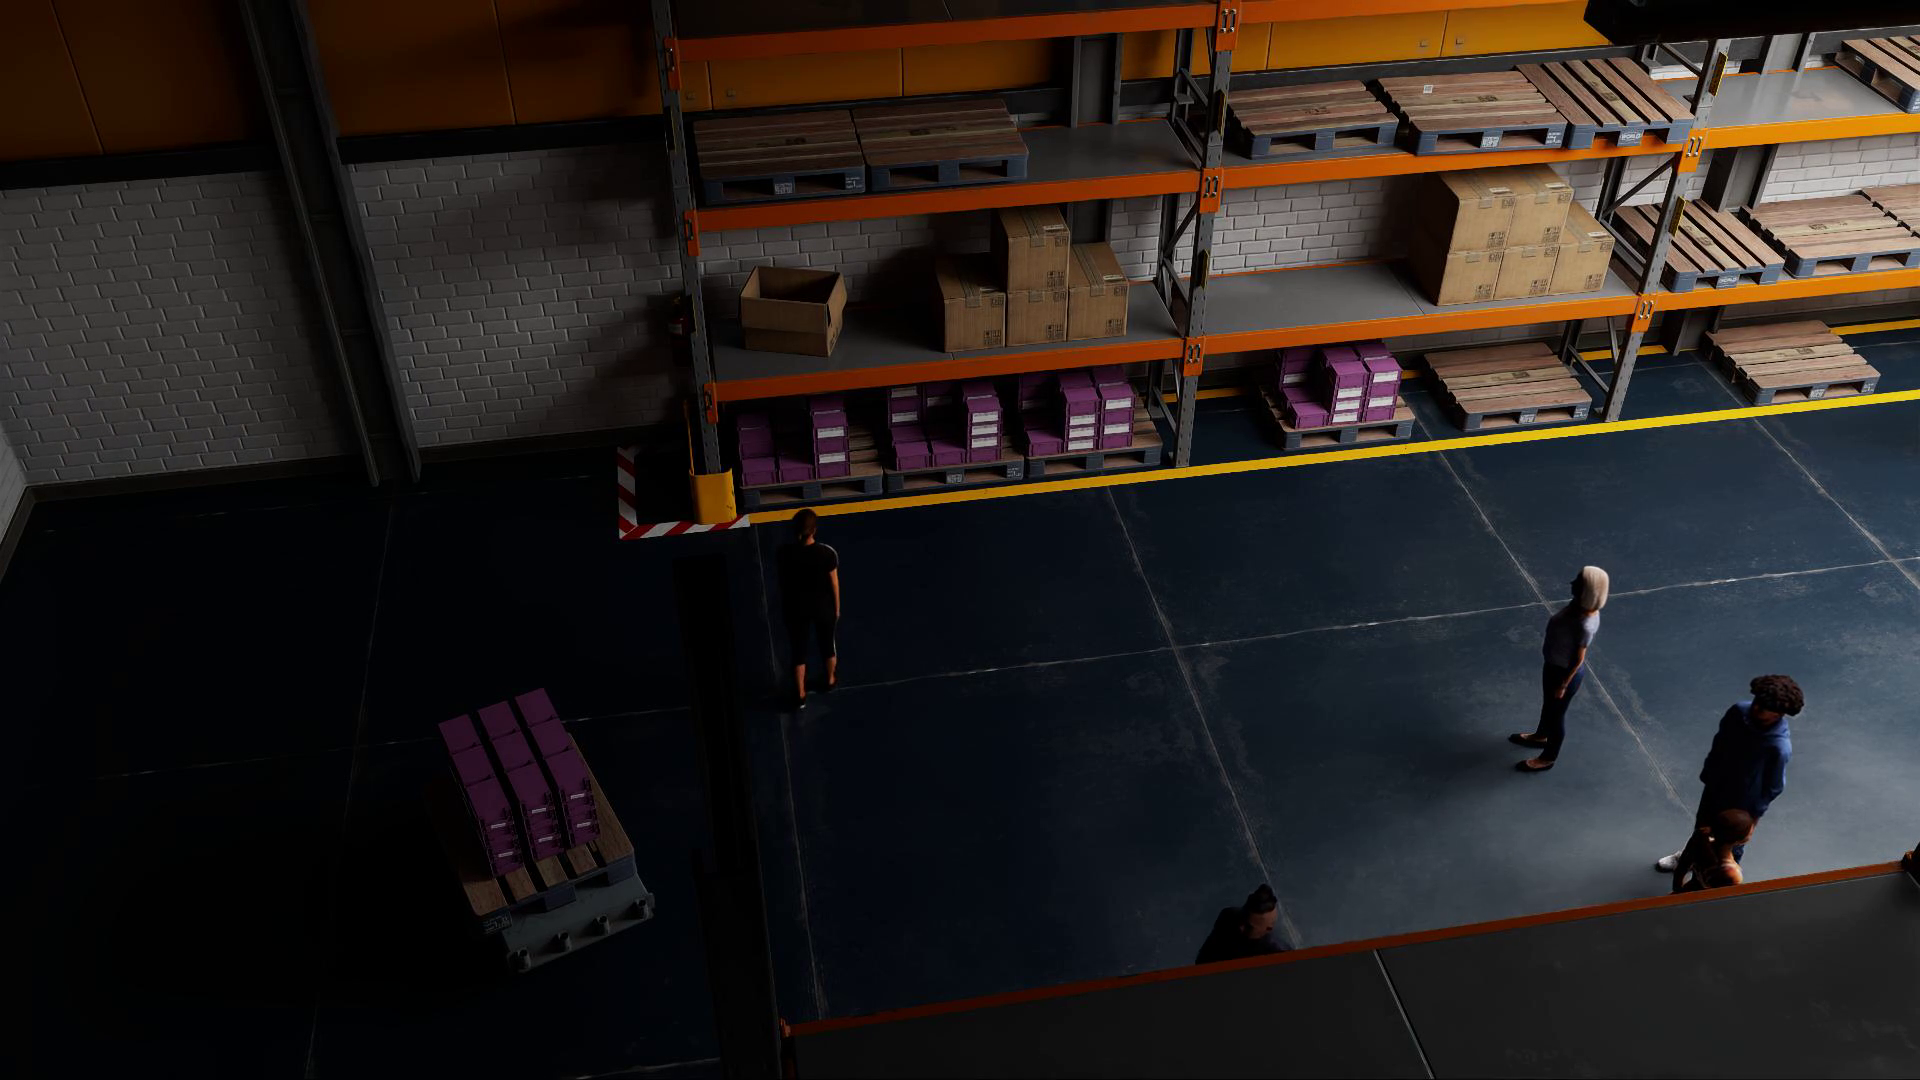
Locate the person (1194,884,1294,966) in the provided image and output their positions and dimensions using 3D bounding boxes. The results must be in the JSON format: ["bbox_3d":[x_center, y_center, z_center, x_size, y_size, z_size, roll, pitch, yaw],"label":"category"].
[{"bbox_3d":[1.615,2.491,9.049,1.262,1.826,1.032,-21,43,-24],"label":"person"}]

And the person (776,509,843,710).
[{"bbox_3d":[-1.069,0.469,11.700,0.679,1.677,0.721,1,39,1],"label":"person"}]

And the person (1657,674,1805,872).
[{"bbox_3d":[4.800,1.523,10.274,0.606,1.810,0.706,-11,40,-14],"label":"person"}]

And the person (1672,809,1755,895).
[{"bbox_3d":[4.168,2.170,9.478,0.578,1.791,0.602,-10,40,-12],"label":"person"}]

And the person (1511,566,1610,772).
[{"bbox_3d":[4.068,0.852,11.184,0.607,1.723,0.633,5,39,6],"label":"person"}]
